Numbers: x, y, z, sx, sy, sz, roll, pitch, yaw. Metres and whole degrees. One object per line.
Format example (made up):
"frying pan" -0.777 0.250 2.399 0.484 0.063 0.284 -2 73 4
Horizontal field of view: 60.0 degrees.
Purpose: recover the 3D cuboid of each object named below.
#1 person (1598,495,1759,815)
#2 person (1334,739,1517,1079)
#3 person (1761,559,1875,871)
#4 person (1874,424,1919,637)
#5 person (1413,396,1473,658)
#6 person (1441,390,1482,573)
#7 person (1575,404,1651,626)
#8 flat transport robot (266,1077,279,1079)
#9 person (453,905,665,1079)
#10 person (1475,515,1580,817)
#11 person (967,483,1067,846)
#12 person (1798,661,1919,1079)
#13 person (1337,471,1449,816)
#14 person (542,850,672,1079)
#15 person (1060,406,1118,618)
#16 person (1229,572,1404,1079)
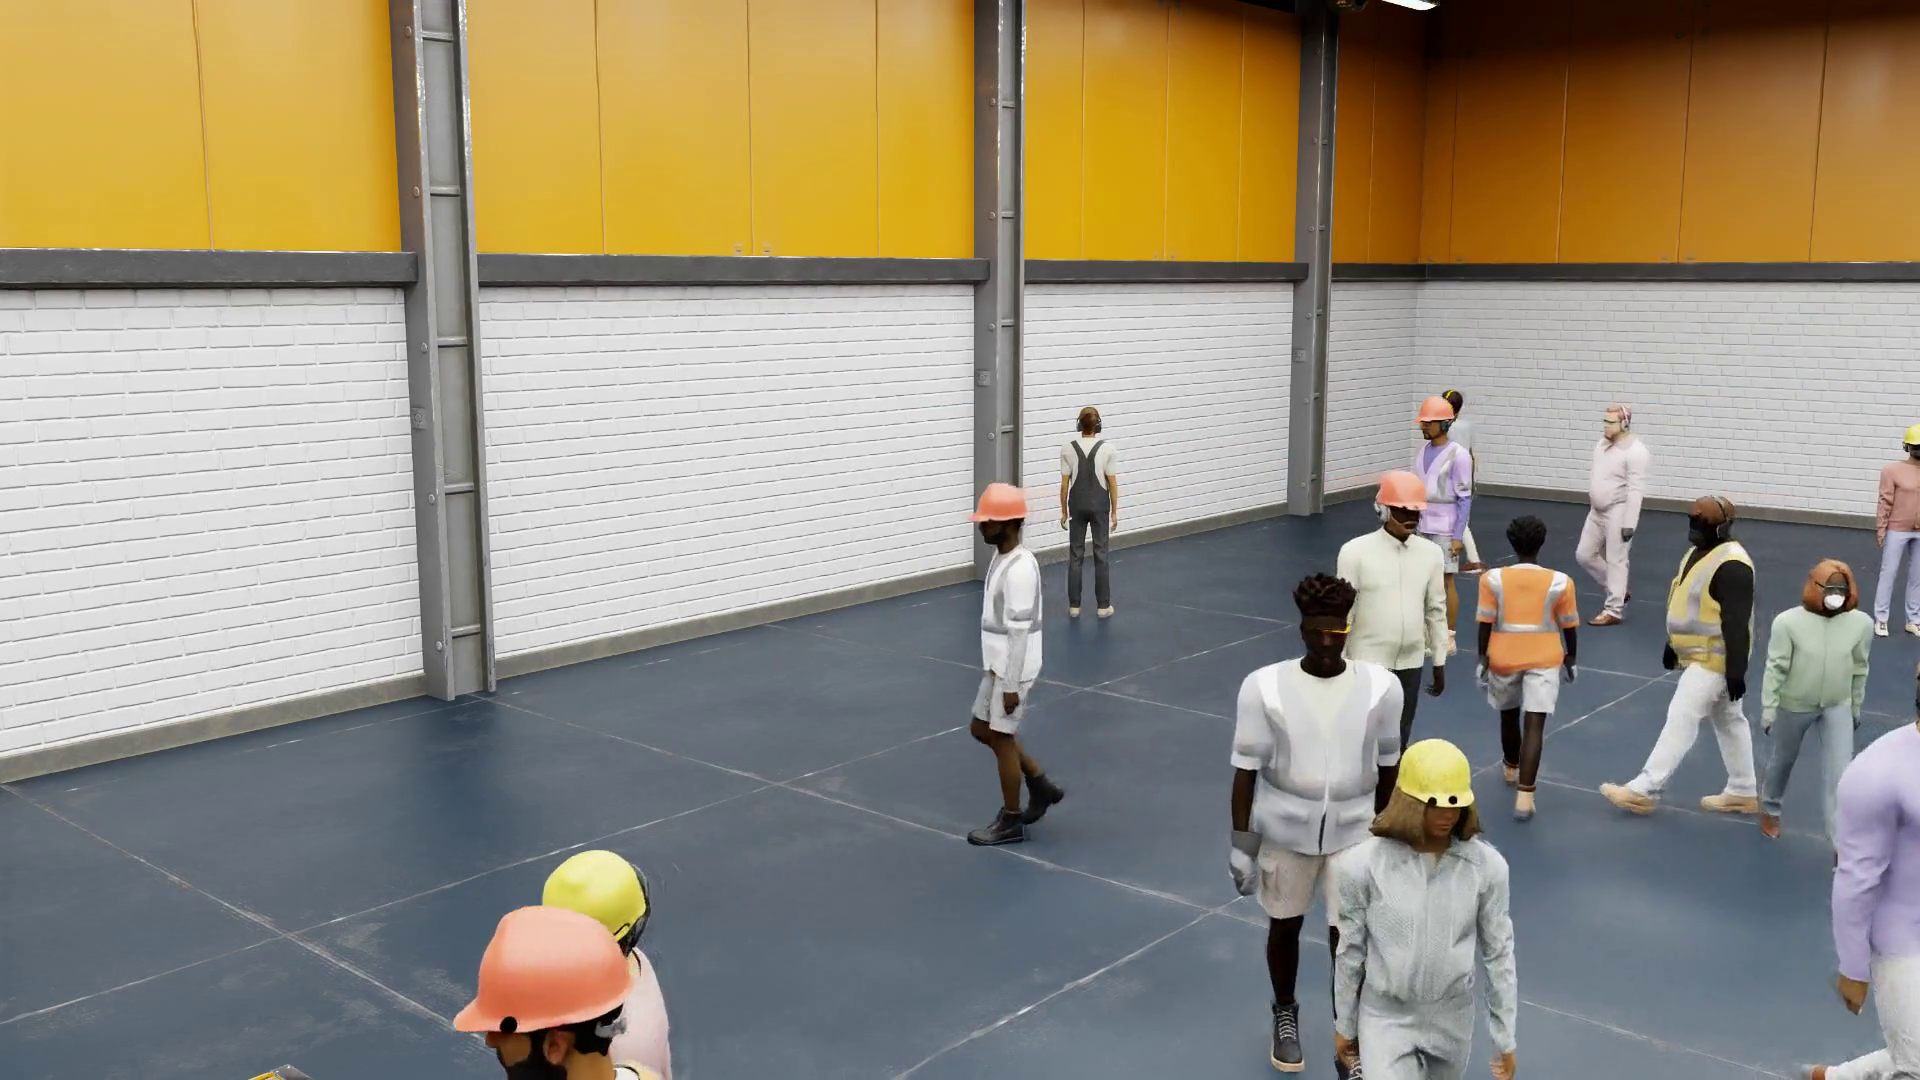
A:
"person" 4.001 0.638 9.095 0.920 1.792 0.693 2 9 11
"person" 1.327 1.371 4.832 0.505 1.698 0.910 0 9 -3
"person" 4.350 0.856 8.485 0.511 1.561 0.925 2 9 10
"person" 7.815 -0.072 13.671 0.533 1.767 0.312 1 9 6
"person" 3.693 -0.100 12.978 0.393 2.041 0.613 -4 10 -23
"person" 4.959 -0.598 16.821 0.518 1.822 0.954 -8 12 -41
"person" 5.518 -0.207 14.108 0.425 1.891 0.674 -2 9 -13
"flat transport robot" -2.123 2.021 5.205 1.431 0.197 0.652 8 12 40
"person" -0.522 1.568 2.959 0.736 1.909 0.556 -1 9 -4
"person" 3.182 0.678 9.348 0.546 1.638 0.923 4 10 21
"person" 0.268 0.649 8.661 0.466 1.918 0.563 -1 9 -8
"person" 2.905 1.220 5.091 0.633 1.916 0.717 -3 9 -16
"person" 2.238 0.624 8.620 0.647 1.979 0.439 -3 9 -18
"person" -0.830 1.517 3.794 0.559 1.730 0.558 -3 9 -17
"person" 1.121 -0.239 14.472 0.504 1.847 0.345 2 9 12
"person" 1.279 1.081 5.932 0.630 1.922 0.942 1 9 5
